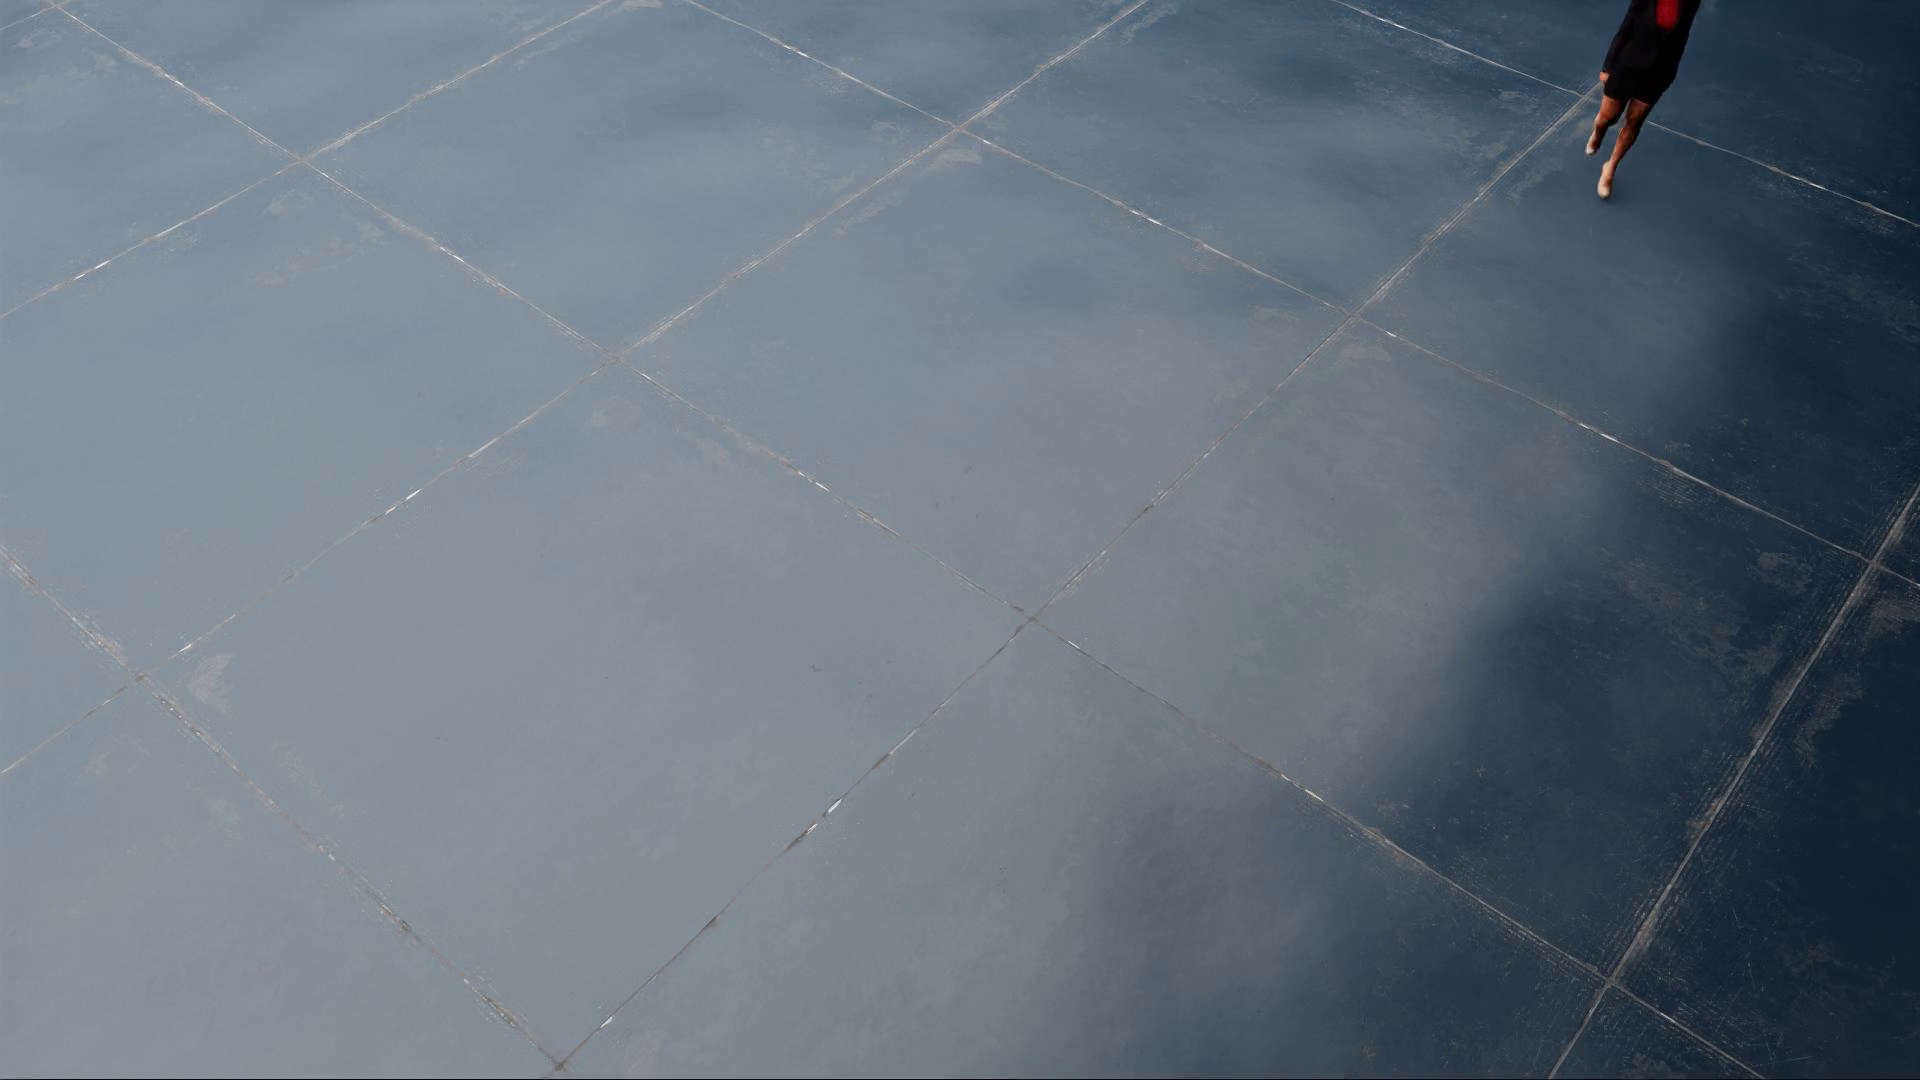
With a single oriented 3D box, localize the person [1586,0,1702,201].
[{"bbox_3d":[4.047,-2.810,9.938,0.736,1.625,0.815,9,48,8],"label":"person"}]
